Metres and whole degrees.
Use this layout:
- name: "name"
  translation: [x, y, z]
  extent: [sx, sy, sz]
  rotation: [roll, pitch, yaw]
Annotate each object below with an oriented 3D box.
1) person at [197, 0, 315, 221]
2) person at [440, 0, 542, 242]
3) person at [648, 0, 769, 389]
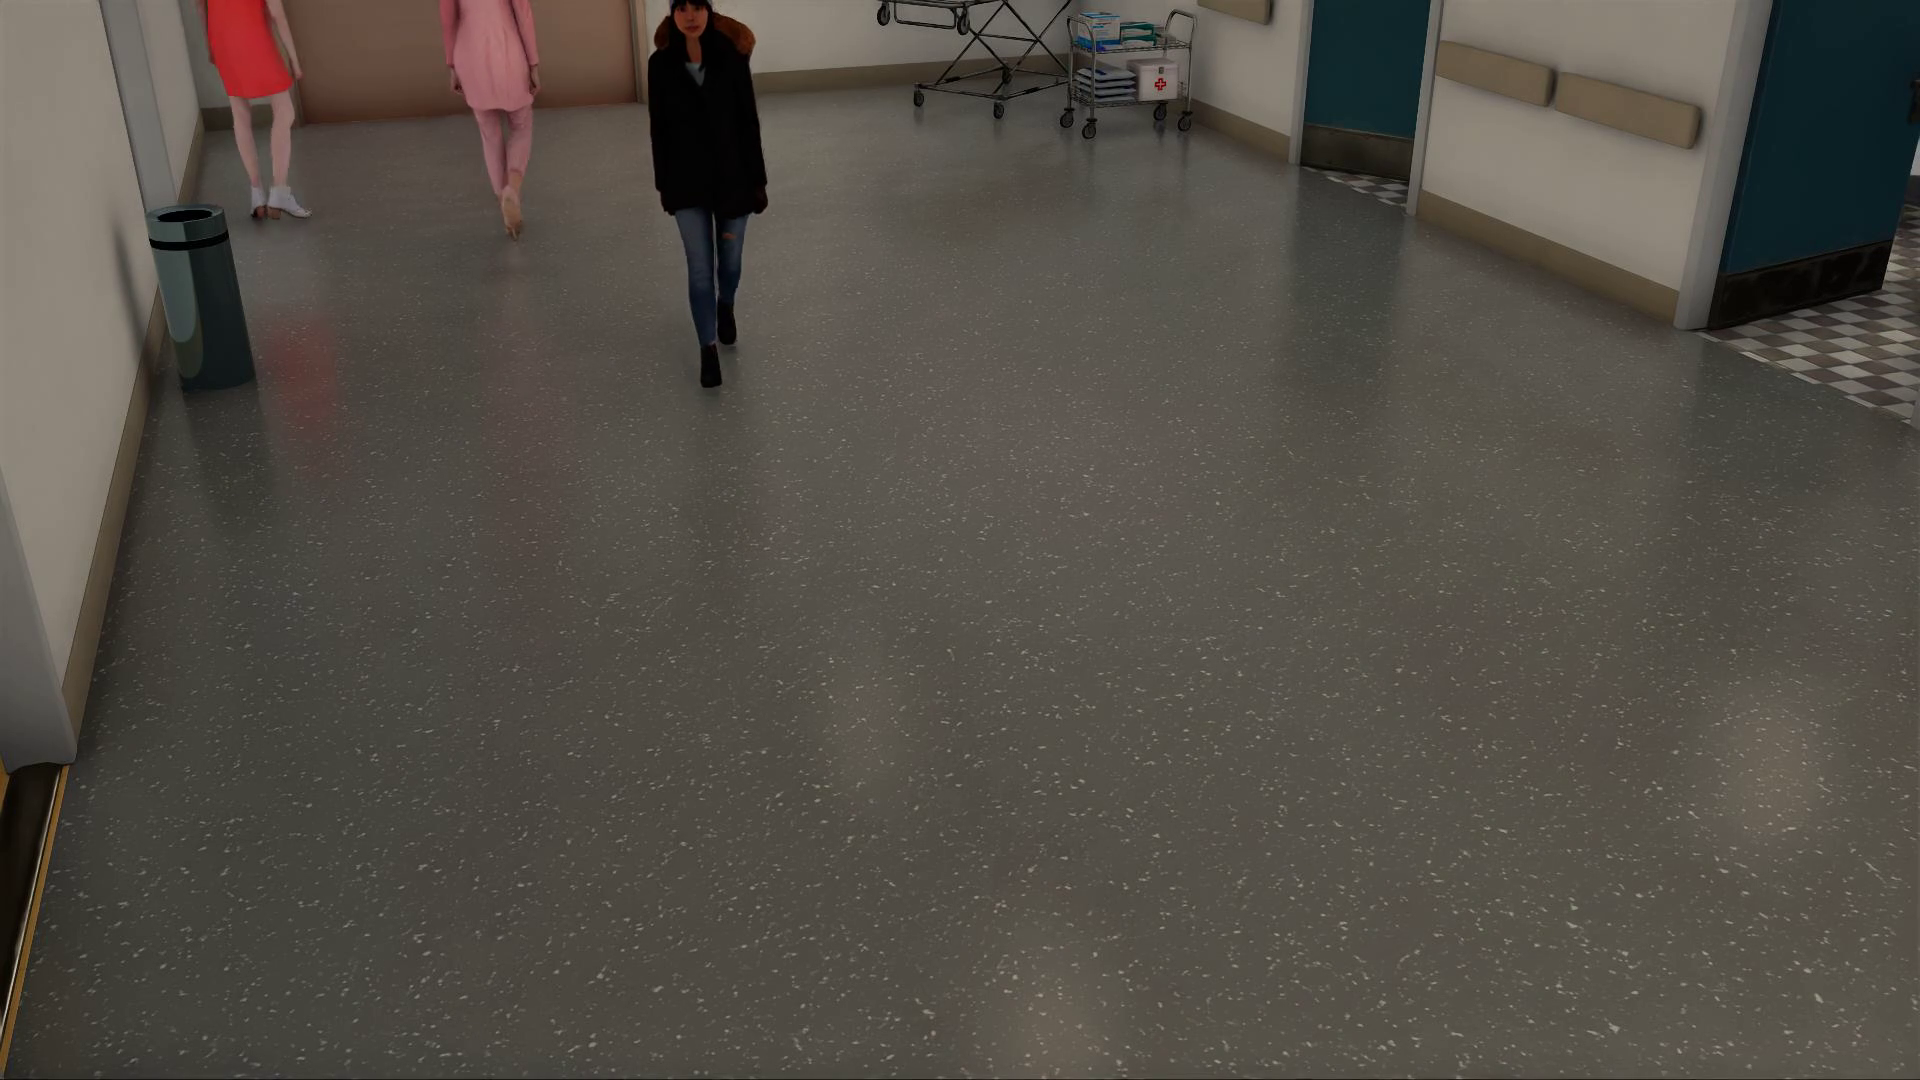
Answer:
- name: "person"
  translation: [-3.916, -2.648, 9.068]
  extent: [0.755, 1.800, 0.761]
  rotation: [-2, 26, -5]
- name: "person"
  translation: [-2.417, -2.411, 8.585]
  extent: [0.694, 1.792, 0.765]
  rotation: [-4, 26, -9]
- name: "person"
  translation: [-1.032, -1.502, 6.921]
  extent: [0.681, 1.601, 1.073]
  rotation: [-6, 26, -12]
